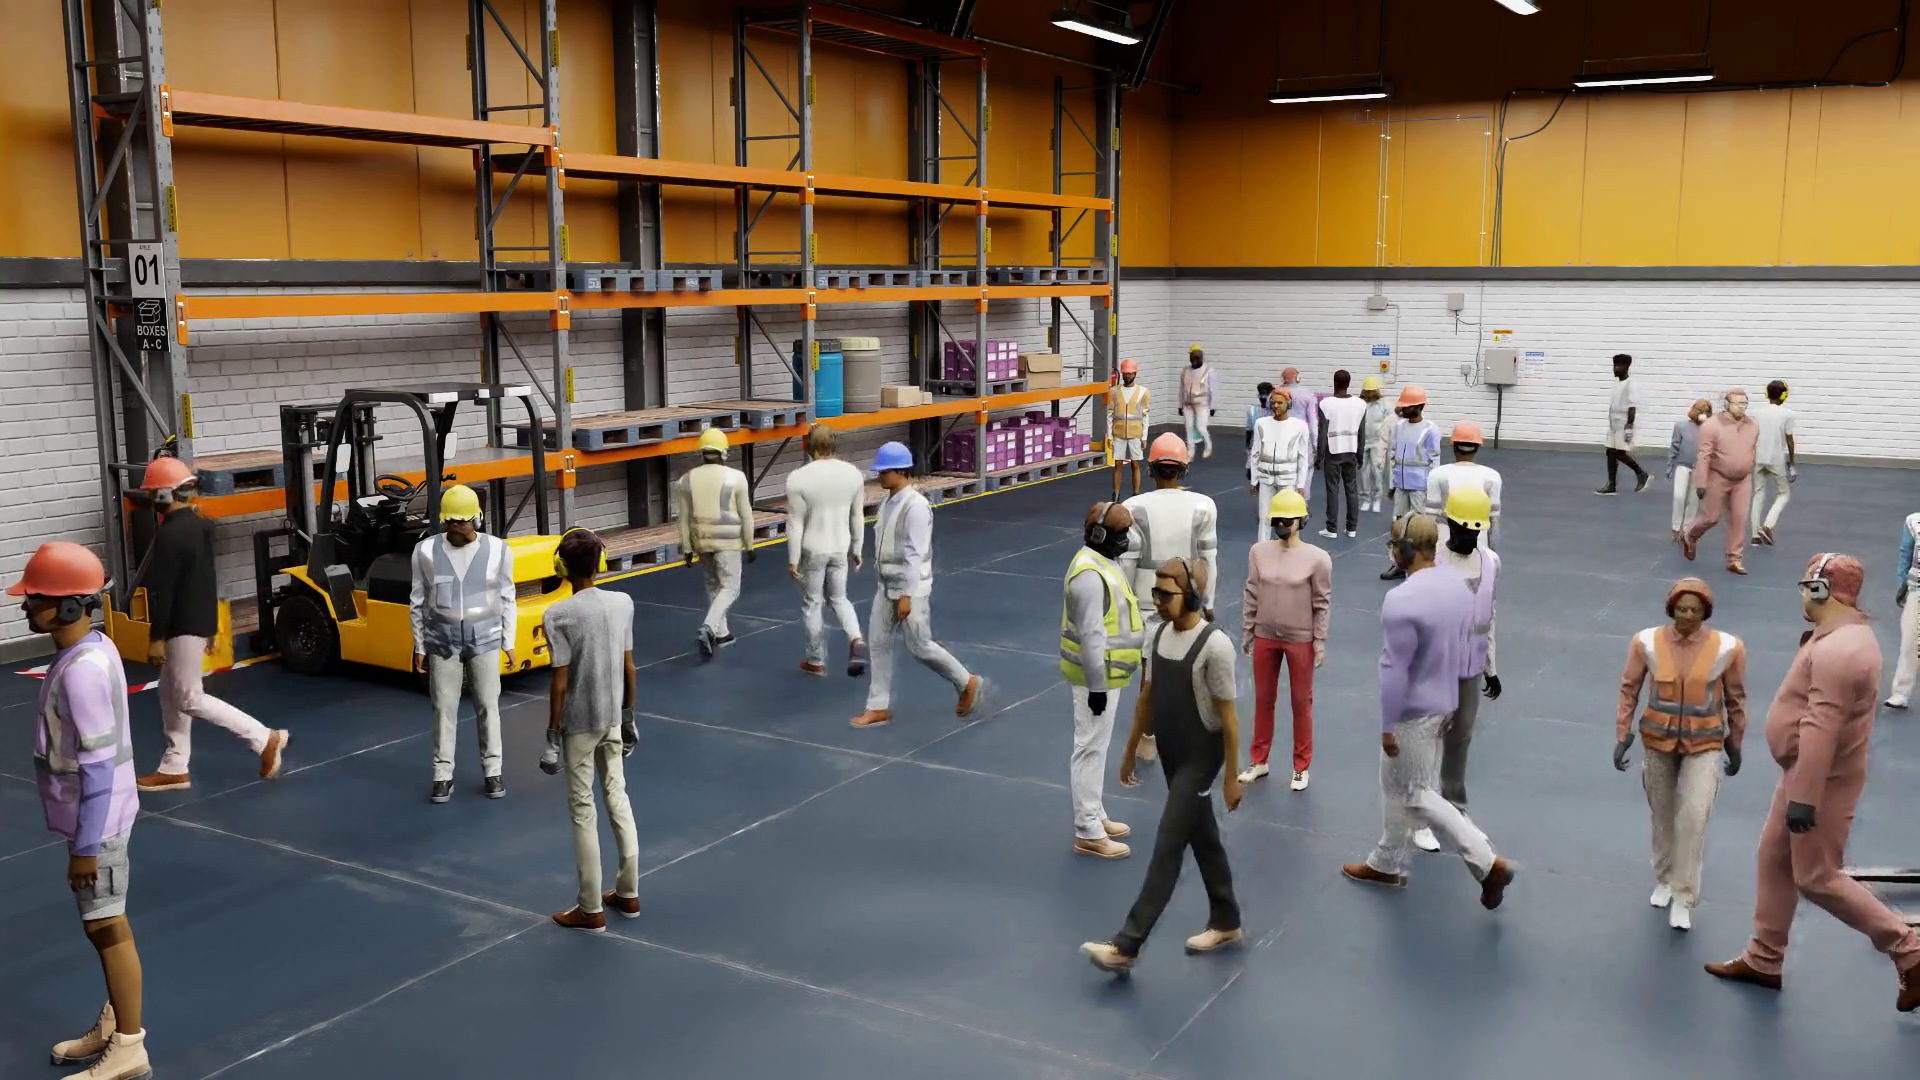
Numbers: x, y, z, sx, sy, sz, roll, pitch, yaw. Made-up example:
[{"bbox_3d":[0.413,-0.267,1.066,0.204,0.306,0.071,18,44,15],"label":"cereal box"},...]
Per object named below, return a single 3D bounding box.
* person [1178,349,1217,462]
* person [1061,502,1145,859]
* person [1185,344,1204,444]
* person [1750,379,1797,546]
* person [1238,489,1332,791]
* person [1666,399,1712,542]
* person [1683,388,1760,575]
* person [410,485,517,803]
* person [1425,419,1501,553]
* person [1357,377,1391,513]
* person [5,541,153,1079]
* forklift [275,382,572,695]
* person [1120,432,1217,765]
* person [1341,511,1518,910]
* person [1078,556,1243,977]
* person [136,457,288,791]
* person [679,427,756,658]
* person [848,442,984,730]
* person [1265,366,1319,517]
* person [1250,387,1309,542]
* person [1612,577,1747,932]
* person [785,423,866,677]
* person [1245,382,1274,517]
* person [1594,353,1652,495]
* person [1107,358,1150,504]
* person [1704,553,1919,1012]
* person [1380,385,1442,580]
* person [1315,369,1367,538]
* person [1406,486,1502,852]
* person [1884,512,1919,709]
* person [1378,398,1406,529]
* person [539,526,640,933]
[{"bbox_3d":[3.781,-2.138,26.507,0.619,1.828,0.477,7,11,37],"label":"person"},{"bbox_3d":[0.742,0.713,8.667,0.430,1.838,0.619,1,9,9],"label":"person"},{"bbox_3d":[4.170,-2.586,29.474,0.312,1.767,0.533,4,10,25],"label":"person"},{"bbox_3d":[8.880,-0.835,18.262,0.363,1.858,0.597,-7,12,-39],"label":"person"},{"bbox_3d":[1.892,0.579,9.716,0.523,1.769,0.317,5,11,31],"label":"person"},{"bbox_3d":[8.194,-0.773,18.598,0.528,1.608,0.560,4,10,23],"label":"person"},{"bbox_3d":[7.728,-0.618,16.881,0.653,1.880,0.786,-1,9,-5],"label":"person"},{"bbox_3d":[-2.828,0.586,9.498,0.588,1.822,0.403,-2,9,-15],"label":"person"},{"bbox_3d":[3.773,0.048,12.544,0.561,1.920,0.407,1,9,8],"label":"person"},{"bbox_3d":[5.158,-1.191,20.922,0.493,1.713,0.655,4,10,23],"label":"person"},{"bbox_3d":[-3.226,1.015,6.121,0.370,2.048,0.608,-5,10,-29],"label":"person"},{"bbox_3d":[-3.974,-0.067,12.417,2.313,2.155,1.214,5,11,30],"label":"forklift"},{"bbox_3d":[1.261,0.364,10.194,0.605,2.045,0.379,0,9,-2],"label":"person"},{"bbox_3d":[2.240,0.815,7.864,0.866,1.903,0.633,8,12,40],"label":"person"},{"bbox_3d":[0.876,0.968,7.164,0.944,1.797,0.541,-4,10,-25],"label":"person"},{"bbox_3d":[-4.391,0.498,9.621,0.814,1.963,0.619,-2,9,-11],"label":"person"},{"bbox_3d":[-1.935,0.017,13.109,0.594,1.807,0.780,4,10,21],"label":"person"},{"bbox_3d":[-0.304,0.297,11.023,0.862,1.919,0.600,-5,11,-30],"label":"person"},{"bbox_3d":[4.091,-1.182,20.376,0.726,1.872,0.504,6,11,32],"label":"person"},{"bbox_3d":[3.162,-0.574,16.552,0.572,1.883,0.353,5,10,26],"label":"person"},{"bbox_3d":[3.302,0.980,7.669,0.556,1.610,0.734,5,10,29],"label":"person"},{"bbox_3d":[-0.972,0.098,12.242,0.641,1.922,0.712,-6,11,-33],"label":"person"},{"bbox_3d":[3.786,-1.122,20.606,0.536,1.687,0.402,6,11,34],"label":"person"},{"bbox_3d":[8.988,-1.555,22.475,0.618,1.946,0.623,-1,9,-7],"label":"person"},{"bbox_3d":[2.132,-1.342,21.173,0.545,1.938,0.357,2,9,13],"label":"person"},{"bbox_3d":[3.607,0.994,6.840,0.817,1.869,0.664,5,10,27],"label":"person"},{"bbox_3d":[4.384,-0.536,16.165,0.376,1.931,0.542,-6,11,-35],"label":"person"},{"bbox_3d":[4.346,-0.980,18.973,0.591,1.917,0.379,-2,9,-12],"label":"person"},{"bbox_3d":[2.595,0.663,8.723,0.584,1.918,0.381,-4,10,-24],"label":"person"},{"bbox_3d":[6.641,0.389,11.357,0.541,1.606,0.758,9,13,44],"label":"person"},{"bbox_3d":[5.276,-0.954,19.790,0.514,1.600,0.776,6,11,32],"label":"person"},{"bbox_3d":[-1.701,0.864,7.633,0.312,1.865,0.535,7,12,38],"label":"person"}]
